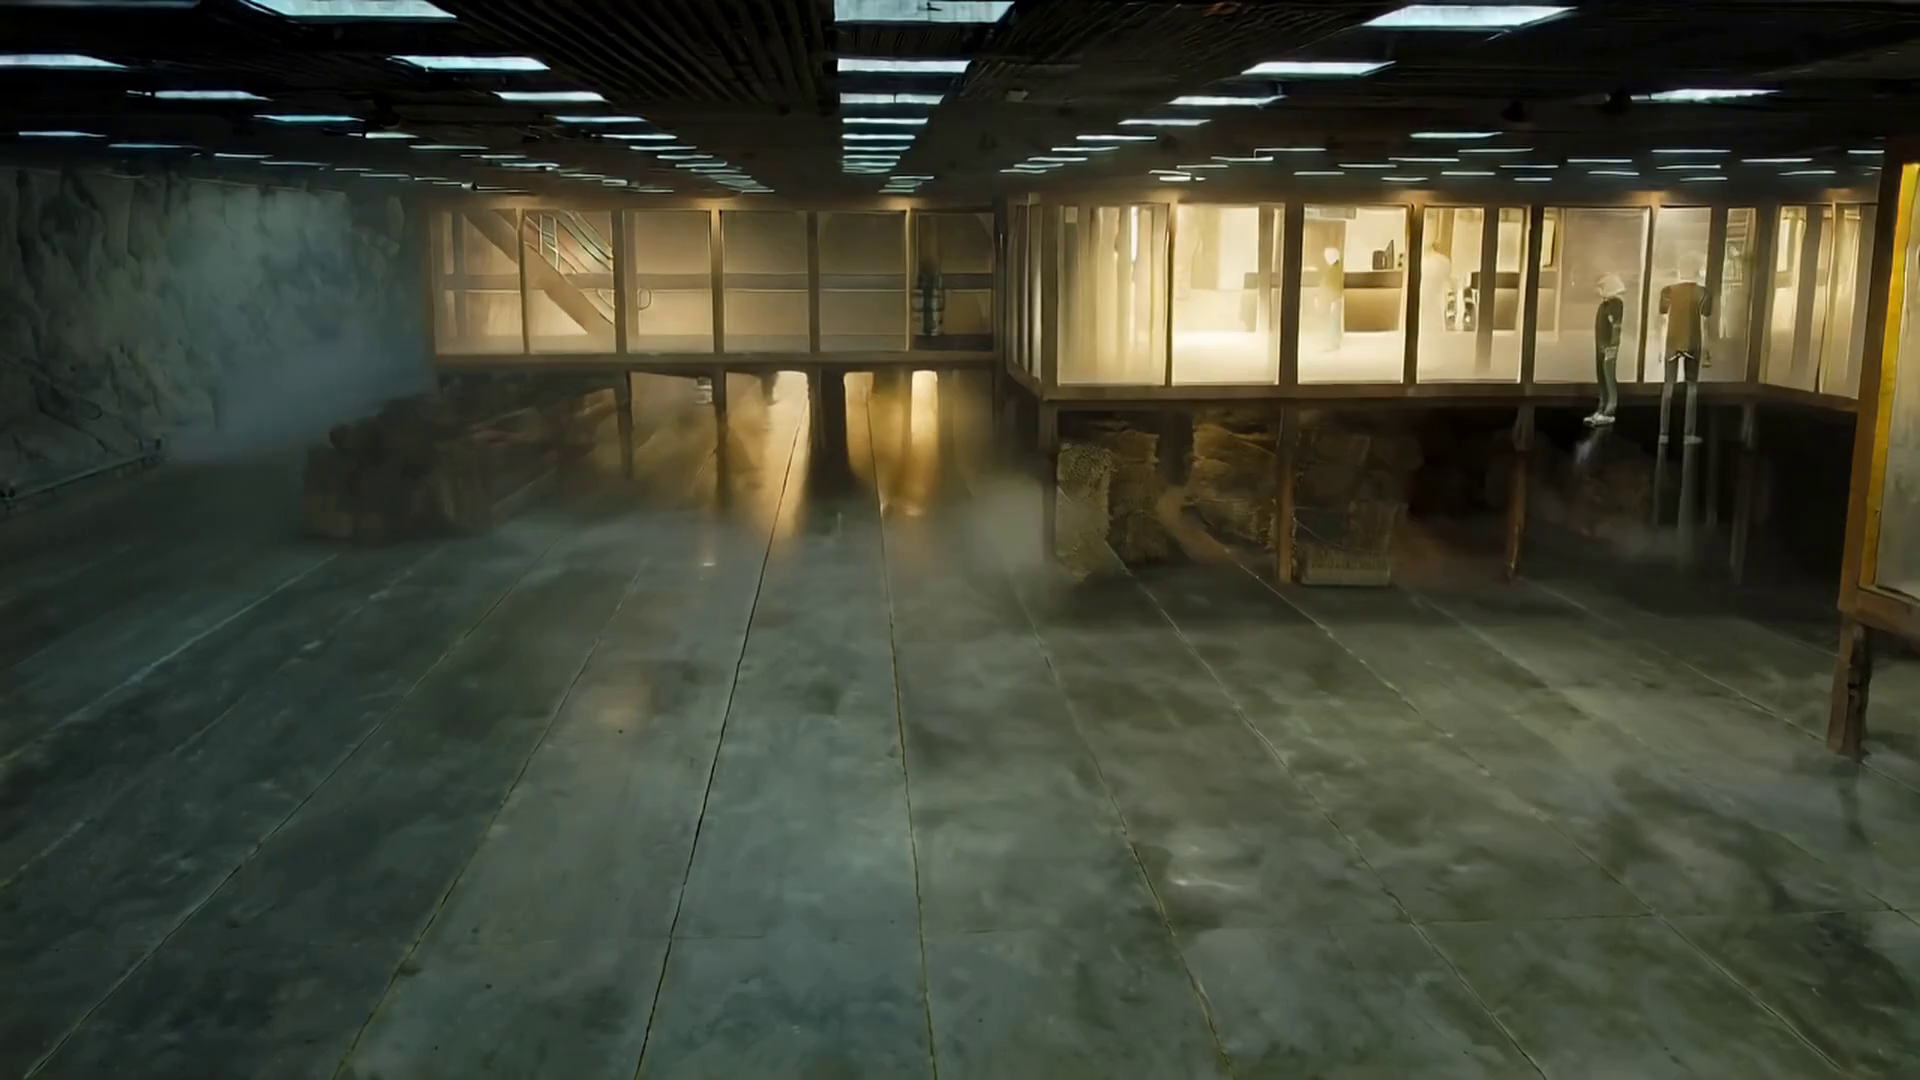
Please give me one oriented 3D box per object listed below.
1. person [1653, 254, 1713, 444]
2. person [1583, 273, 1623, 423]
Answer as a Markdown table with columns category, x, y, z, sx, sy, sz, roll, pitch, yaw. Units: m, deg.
| category | x | y | z | sx | sy | sz | roll | pitch | yaw |
| --- | --- | --- | --- | --- | --- | --- | --- | --- | --- |
| person | 7.135 | -1.873 | 16.407 | 0.538 | 1.866 | 0.313 | 7 | 13 | 34 |
| person | 7.070 | -2.093 | 18.210 | 0.265 | 1.632 | 0.509 | 1 | 11 | 3 |
